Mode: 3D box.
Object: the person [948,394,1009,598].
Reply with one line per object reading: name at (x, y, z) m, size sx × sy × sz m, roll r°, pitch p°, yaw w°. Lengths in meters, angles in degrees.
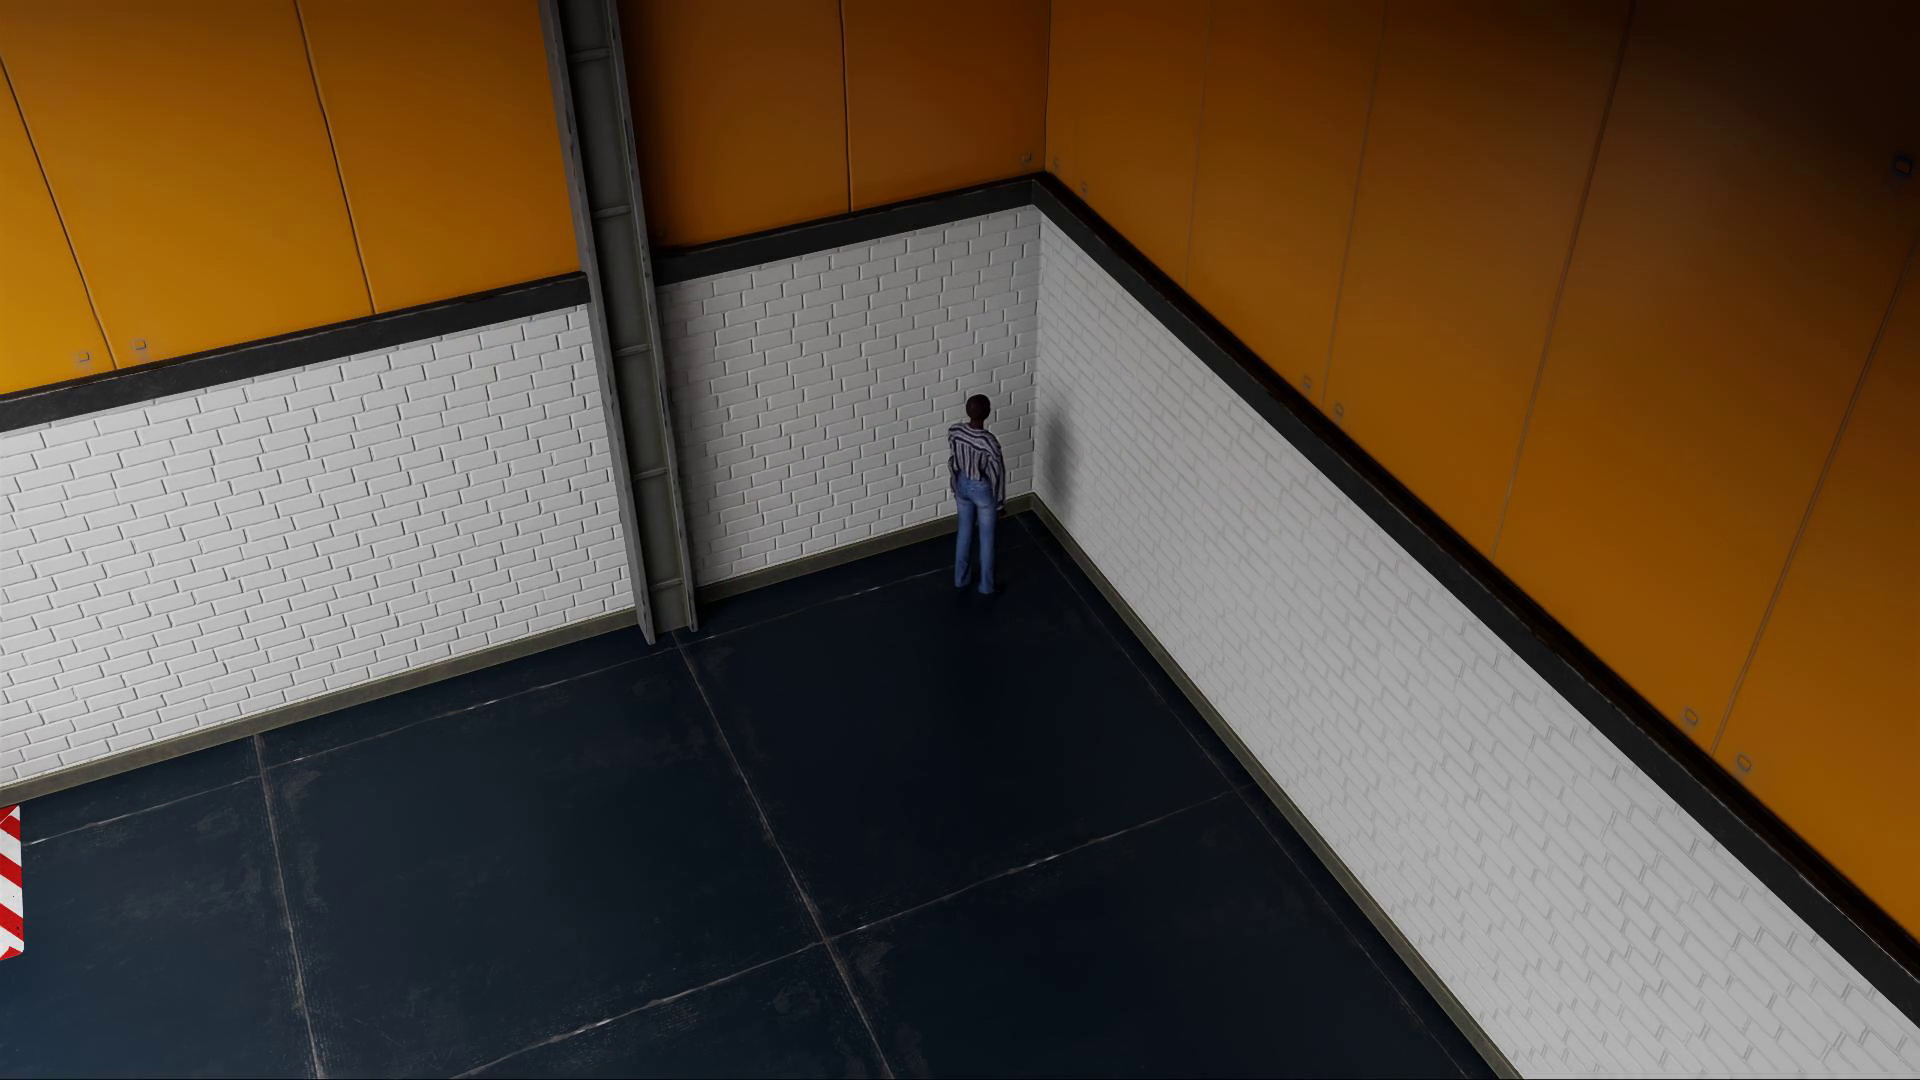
person at (0.129, -0.321, 12.429) m, size 0.705 × 1.794 × 0.705 m, roll 24°, pitch 44°, yaw 27°
